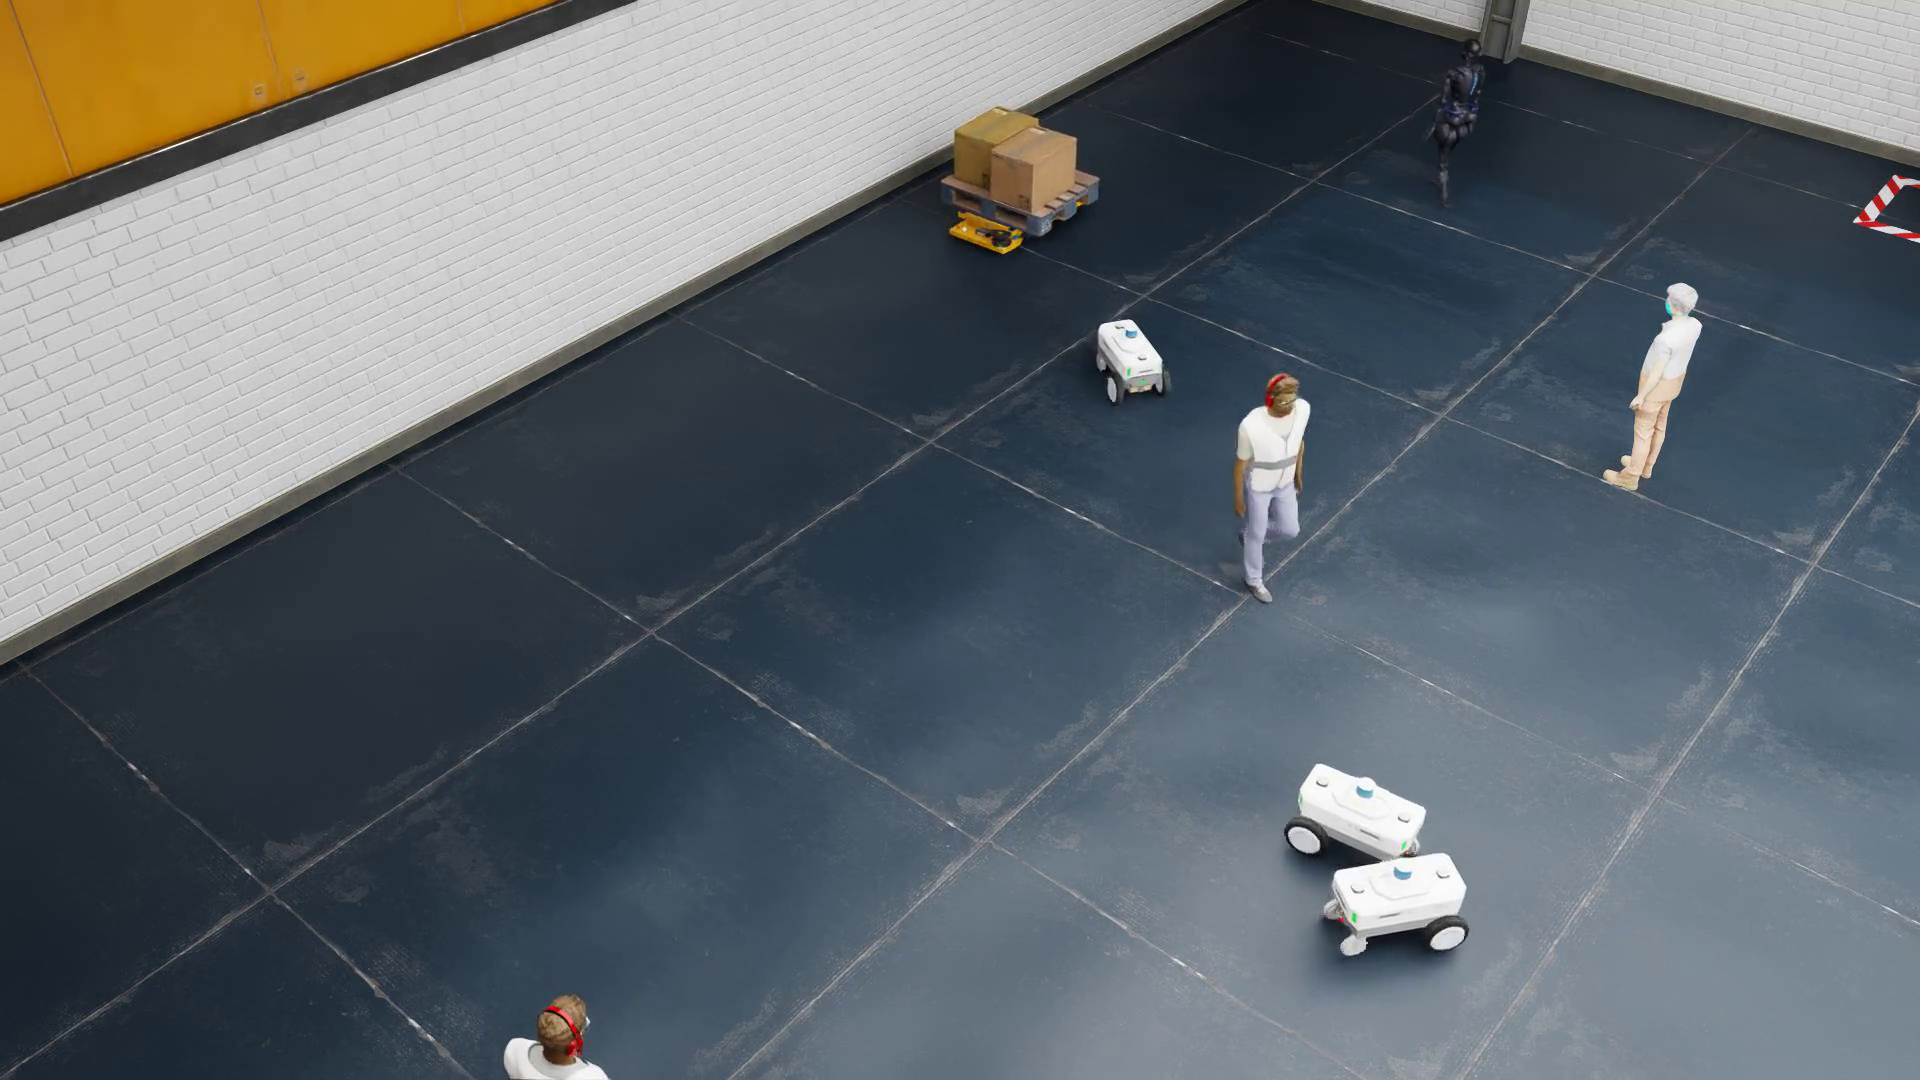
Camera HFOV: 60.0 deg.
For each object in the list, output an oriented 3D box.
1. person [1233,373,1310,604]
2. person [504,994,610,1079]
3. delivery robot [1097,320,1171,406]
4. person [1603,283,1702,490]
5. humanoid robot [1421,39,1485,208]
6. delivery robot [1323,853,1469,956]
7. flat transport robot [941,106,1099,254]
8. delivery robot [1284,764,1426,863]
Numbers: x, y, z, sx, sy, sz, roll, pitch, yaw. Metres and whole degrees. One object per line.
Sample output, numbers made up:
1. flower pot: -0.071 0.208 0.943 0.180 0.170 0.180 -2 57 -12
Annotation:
1. person: 2.137 -0.379 11.506 0.585 1.835 0.444 -20 43 -23
2. person: -1.757 2.757 7.622 0.566 1.833 0.394 16 42 19
3. delivery robot: 1.430 -1.503 13.933 0.499 0.605 0.781 -11 40 -13
4. person: 5.266 -1.162 12.555 0.468 1.741 0.321 -29 47 -31
5. humanoid robot: 4.798 -4.103 16.281 0.595 1.647 0.540 -21 43 -24
6. delivery robot: 2.504 2.049 9.511 0.784 0.589 0.499 -7 39 -9
7. flat transport robot: 0.589 -3.238 16.305 0.659 0.231 1.431 26 45 28
8. delivery robot: 2.374 1.666 10.006 0.804 0.614 0.499 22 44 25
